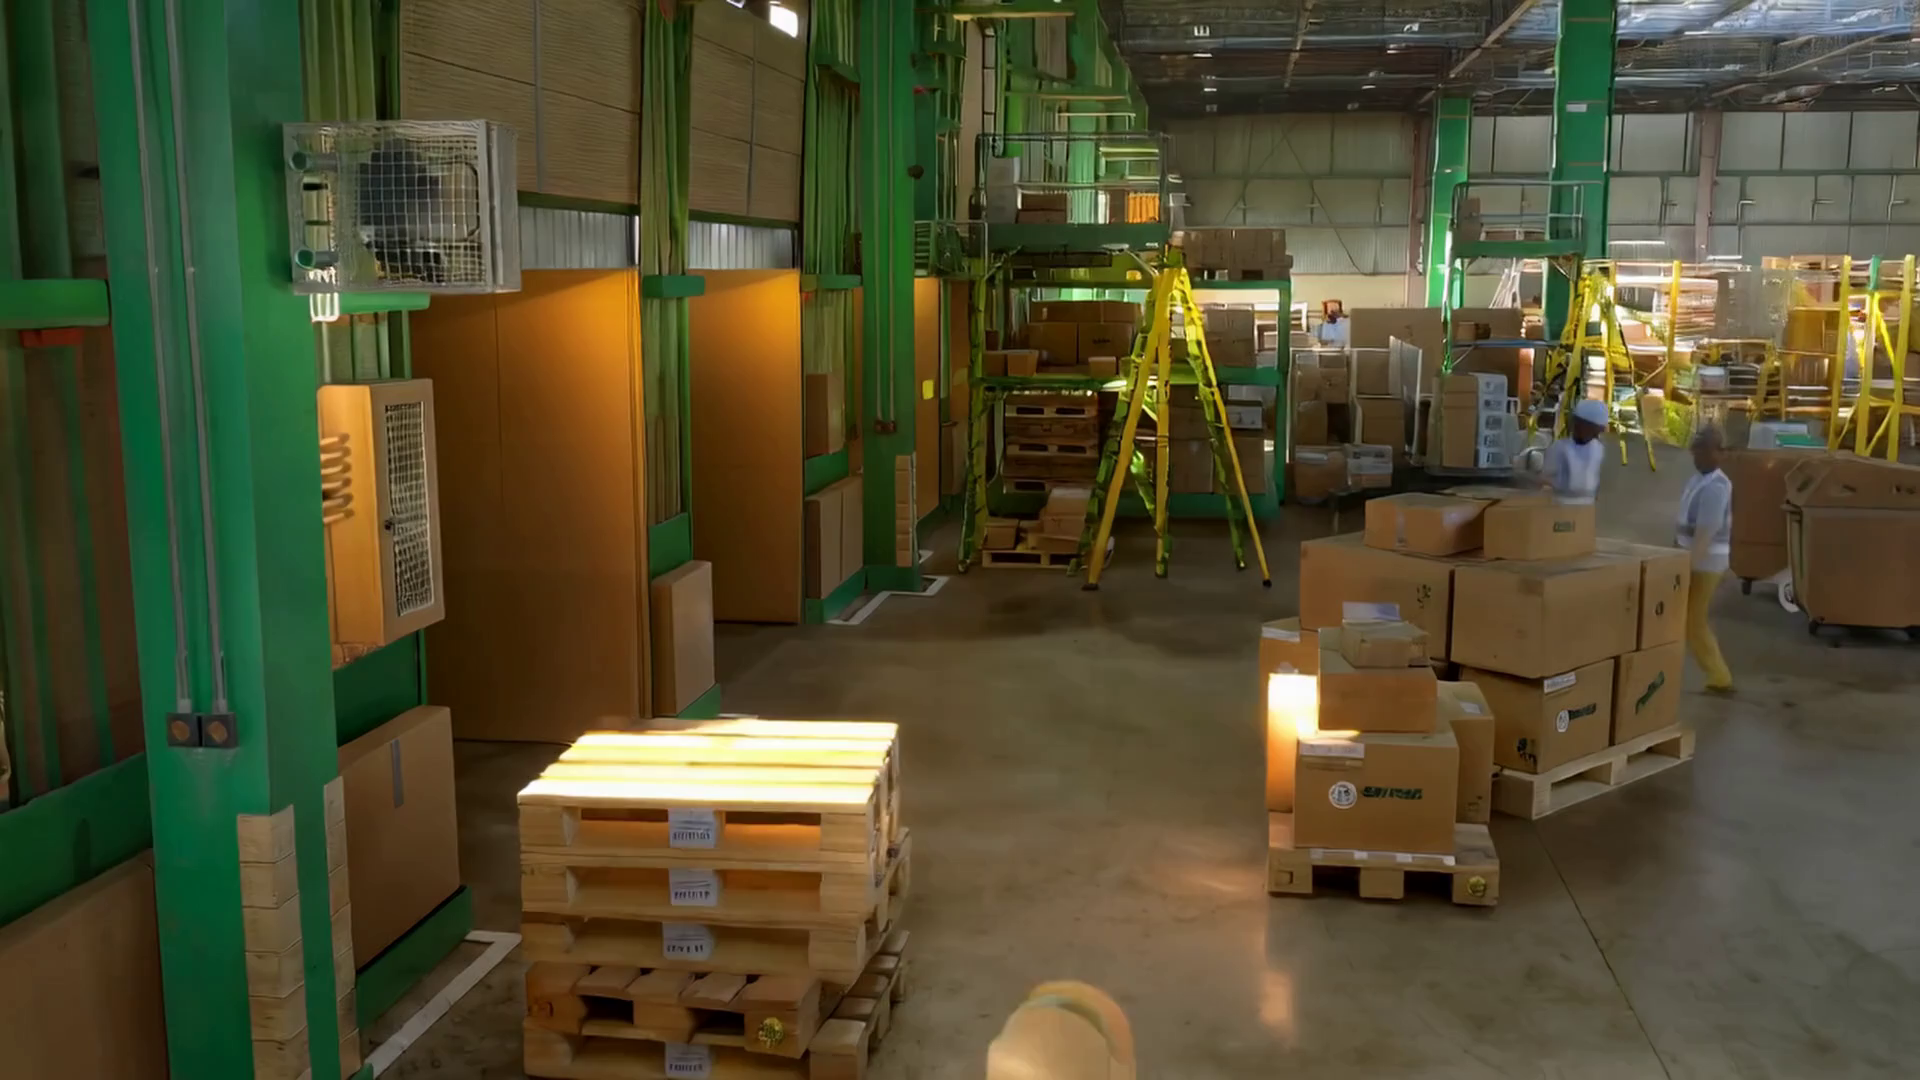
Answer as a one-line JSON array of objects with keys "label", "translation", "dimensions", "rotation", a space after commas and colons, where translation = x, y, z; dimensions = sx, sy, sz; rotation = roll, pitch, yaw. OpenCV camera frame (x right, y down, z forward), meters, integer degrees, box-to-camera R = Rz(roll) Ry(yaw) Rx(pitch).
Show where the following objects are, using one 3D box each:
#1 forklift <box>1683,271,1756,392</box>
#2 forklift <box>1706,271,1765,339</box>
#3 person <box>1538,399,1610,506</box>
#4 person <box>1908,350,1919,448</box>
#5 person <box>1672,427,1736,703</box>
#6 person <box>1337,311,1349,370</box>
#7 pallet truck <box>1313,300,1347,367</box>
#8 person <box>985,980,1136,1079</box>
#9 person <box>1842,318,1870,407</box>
[{"label": "forklift", "translation": [17.864, -4.826, 38.529], "dimensions": [1.873, 2.768, 1.129], "rotation": [-3, 10, -16]}, {"label": "forklift", "translation": [22.661, -6.355, 47.963], "dimensions": [1.873, 2.768, 1.129], "rotation": [-2, 9, -10]}, {"label": "person", "translation": [4.772, -0.191, 13.132], "dimensions": [0.609, 1.861, 1.077], "rotation": [-3, 10, -18]}, {"label": "person", "translation": [15.512, -2.343, 26.744], "dimensions": [0.323, 1.736, 0.488], "rotation": [4, 10, 24]}, {"label": "person", "translation": [4.846, 0.156, 11.051], "dimensions": [0.640, 1.833, 0.628], "rotation": [2, 9, 13]}, {"label": "person", "translation": [11.067, -5.725, 47.708], "dimensions": [0.540, 1.697, 0.317], "rotation": [-1, 9, -8]}, {"label": "pallet truck", "translation": [11.159, -6.200, 49.718], "dimensions": [0.823, 1.965, 1.885], "rotation": [4, 10, 26]}, {"label": "person", "translation": [0.166, 1.533, 2.580], "dimensions": [0.655, 1.816, 0.713], "rotation": [3, 10, 18]}, {"label": "person", "translation": [17.900, -3.473, 33.187], "dimensions": [0.645, 1.905, 0.570], "rotation": [-2, 9, -13]}]
